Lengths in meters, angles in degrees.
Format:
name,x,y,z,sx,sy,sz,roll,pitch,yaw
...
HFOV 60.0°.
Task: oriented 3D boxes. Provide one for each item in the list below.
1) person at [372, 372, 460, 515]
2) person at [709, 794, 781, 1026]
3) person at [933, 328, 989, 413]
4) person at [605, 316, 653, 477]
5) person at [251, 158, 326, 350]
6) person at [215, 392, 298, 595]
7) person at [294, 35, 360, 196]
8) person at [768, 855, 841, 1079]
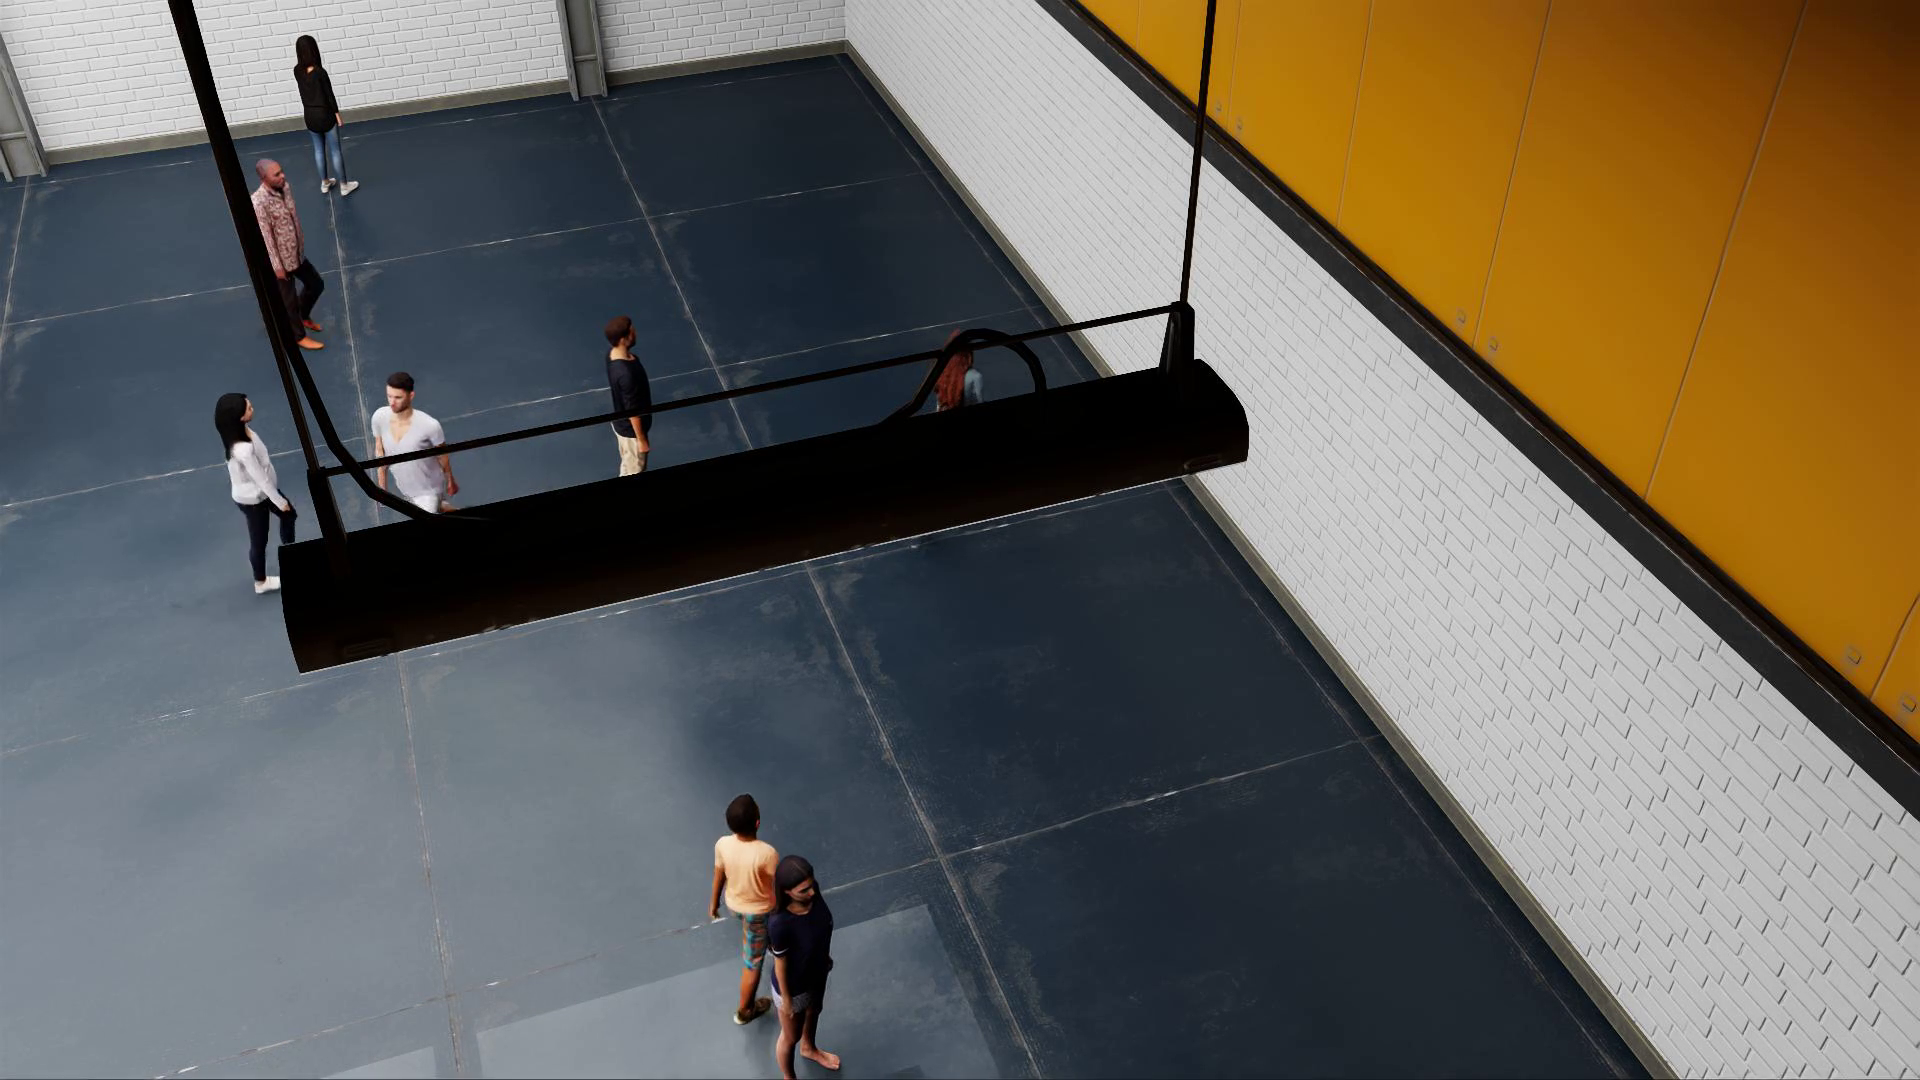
name,x,y,z,sx,sy,sz,roll,pitch,yaw
person,-3.843,-0.467,11.984,1.244,1.818,1.250,14,41,16
person,-1.185,2.055,9.141,0.975,1.424,0.985,14,41,16
person,-0.014,-0.794,12.460,0.797,1.735,0.871,24,44,27
person,-2.467,-0.848,12.433,0.555,1.851,0.643,-15,41,-17
person,-5.985,-2.501,14.550,0.869,1.793,0.834,10,40,12
person,-5.121,-0.296,11.878,0.726,1.682,0.629,-15,41,-18
person,-6.522,-4.328,16.959,0.623,1.643,0.702,11,40,13
person,-0.824,2.248,8.626,0.720,1.765,0.648,19,42,22
